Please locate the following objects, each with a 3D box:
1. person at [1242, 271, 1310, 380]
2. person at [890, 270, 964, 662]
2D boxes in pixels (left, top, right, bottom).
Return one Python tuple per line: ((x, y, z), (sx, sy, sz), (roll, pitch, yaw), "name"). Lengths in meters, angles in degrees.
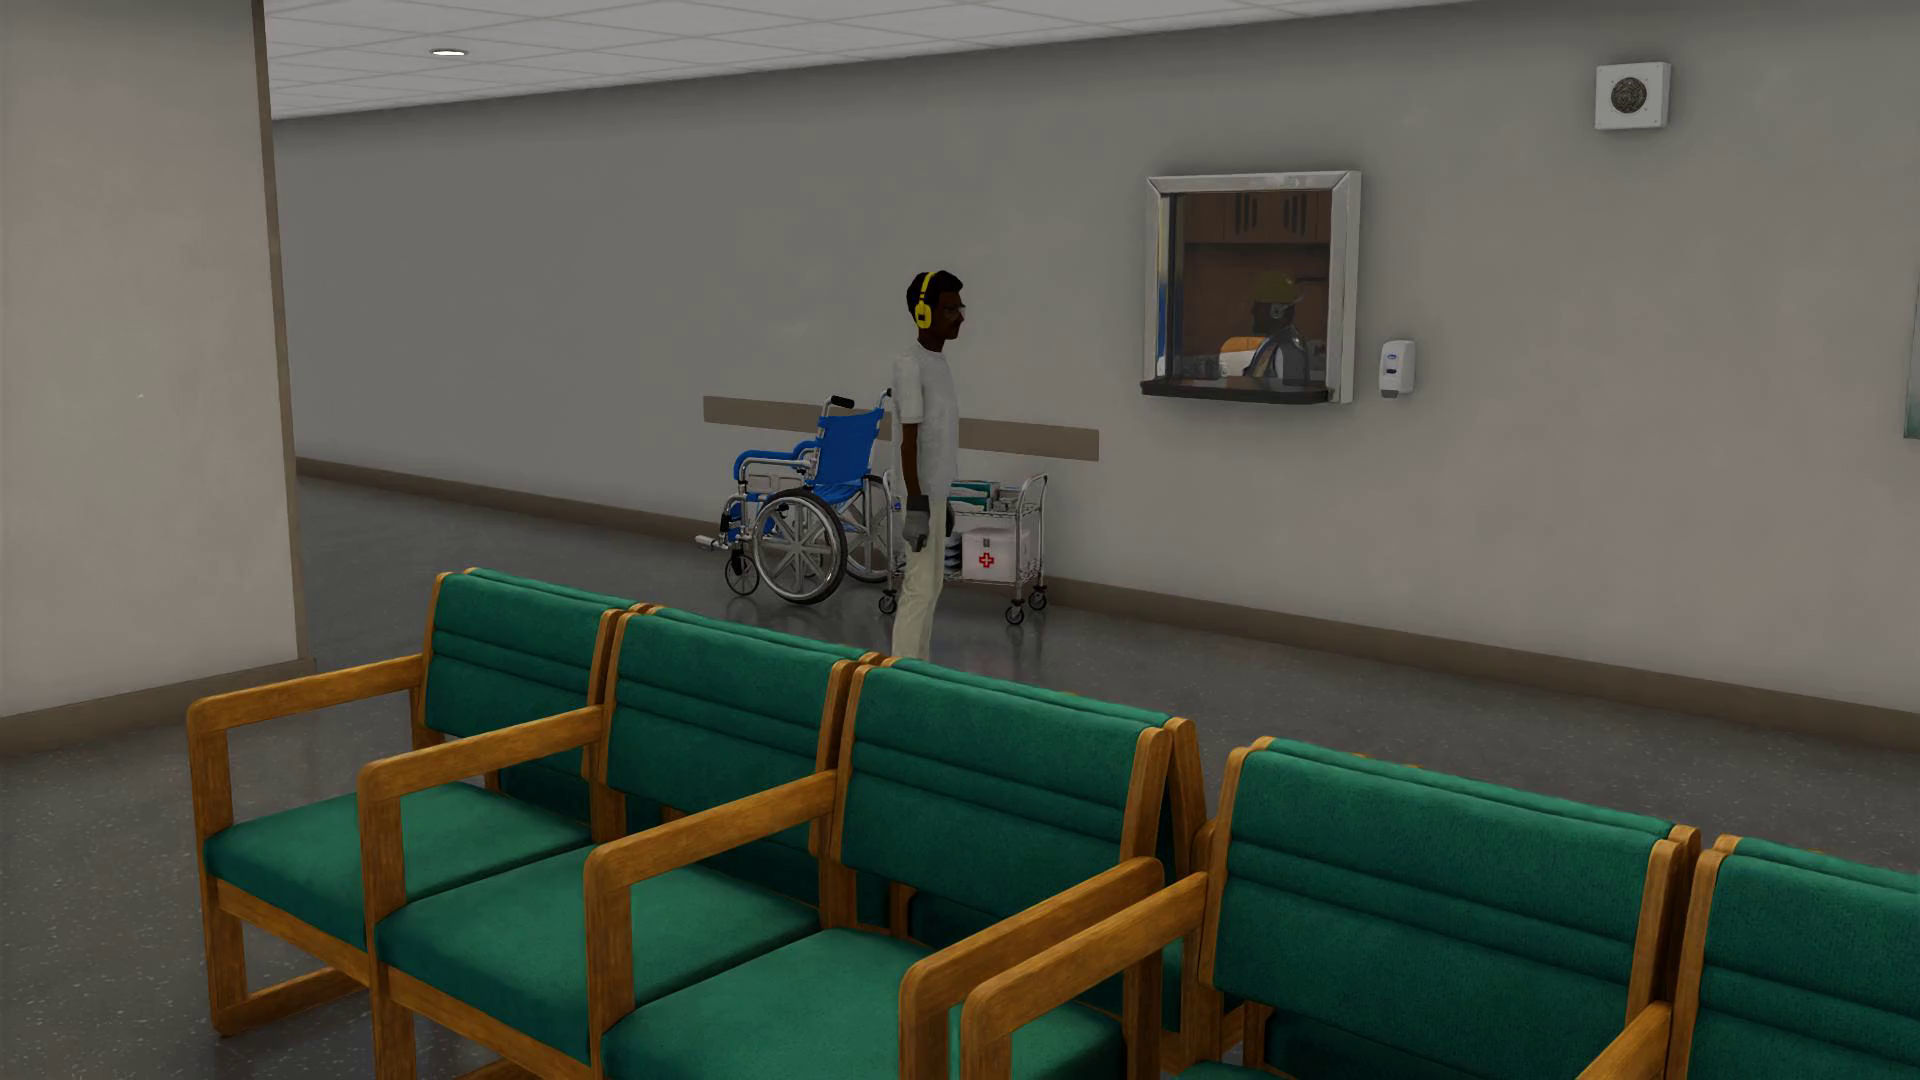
((1.700, -0.542, 9.086), (0.403, 1.835, 0.586), (1, 10, 5), "person")
((-0.124, -0.162, 6.826), (0.310, 1.868, 0.533), (2, 10, 12), "person")
